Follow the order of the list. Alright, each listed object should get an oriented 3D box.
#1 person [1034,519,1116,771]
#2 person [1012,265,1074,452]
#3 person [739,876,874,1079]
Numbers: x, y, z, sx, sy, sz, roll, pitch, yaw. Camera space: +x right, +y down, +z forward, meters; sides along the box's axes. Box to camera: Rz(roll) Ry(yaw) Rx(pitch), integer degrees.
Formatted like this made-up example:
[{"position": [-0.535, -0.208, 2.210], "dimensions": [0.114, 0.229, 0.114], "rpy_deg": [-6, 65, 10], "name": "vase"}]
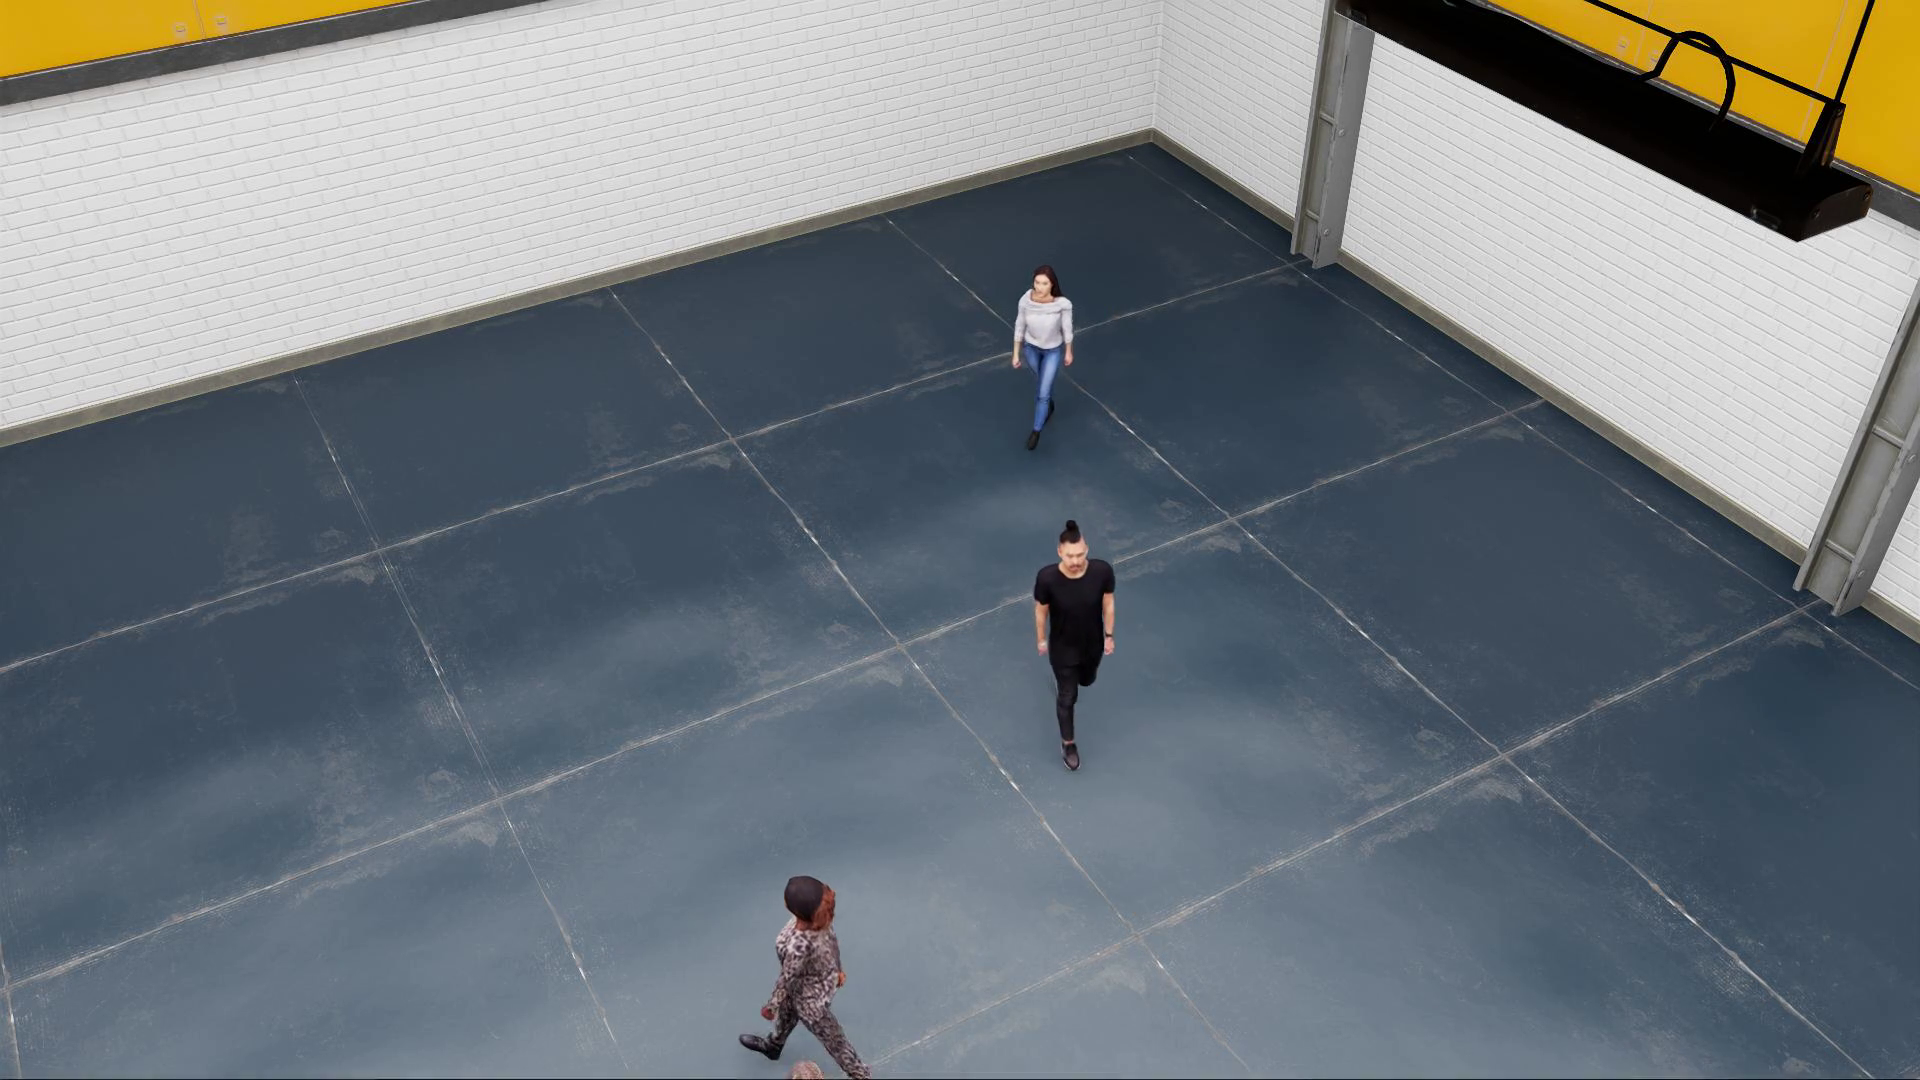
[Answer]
[{"position": [0.737, 0.584, 10.836], "dimensions": [0.900, 1.834, 1.176], "rpy_deg": [-6, 39, -8], "name": "person"}, {"position": [0.706, -1.582, 13.750], "dimensions": [1.069, 1.582, 1.073], "rpy_deg": [14, 41, 17], "name": "person"}, {"position": [-0.690, 2.407, 8.686], "dimensions": [1.149, 1.669, 1.056], "rpy_deg": [11, 40, 14], "name": "person"}]
